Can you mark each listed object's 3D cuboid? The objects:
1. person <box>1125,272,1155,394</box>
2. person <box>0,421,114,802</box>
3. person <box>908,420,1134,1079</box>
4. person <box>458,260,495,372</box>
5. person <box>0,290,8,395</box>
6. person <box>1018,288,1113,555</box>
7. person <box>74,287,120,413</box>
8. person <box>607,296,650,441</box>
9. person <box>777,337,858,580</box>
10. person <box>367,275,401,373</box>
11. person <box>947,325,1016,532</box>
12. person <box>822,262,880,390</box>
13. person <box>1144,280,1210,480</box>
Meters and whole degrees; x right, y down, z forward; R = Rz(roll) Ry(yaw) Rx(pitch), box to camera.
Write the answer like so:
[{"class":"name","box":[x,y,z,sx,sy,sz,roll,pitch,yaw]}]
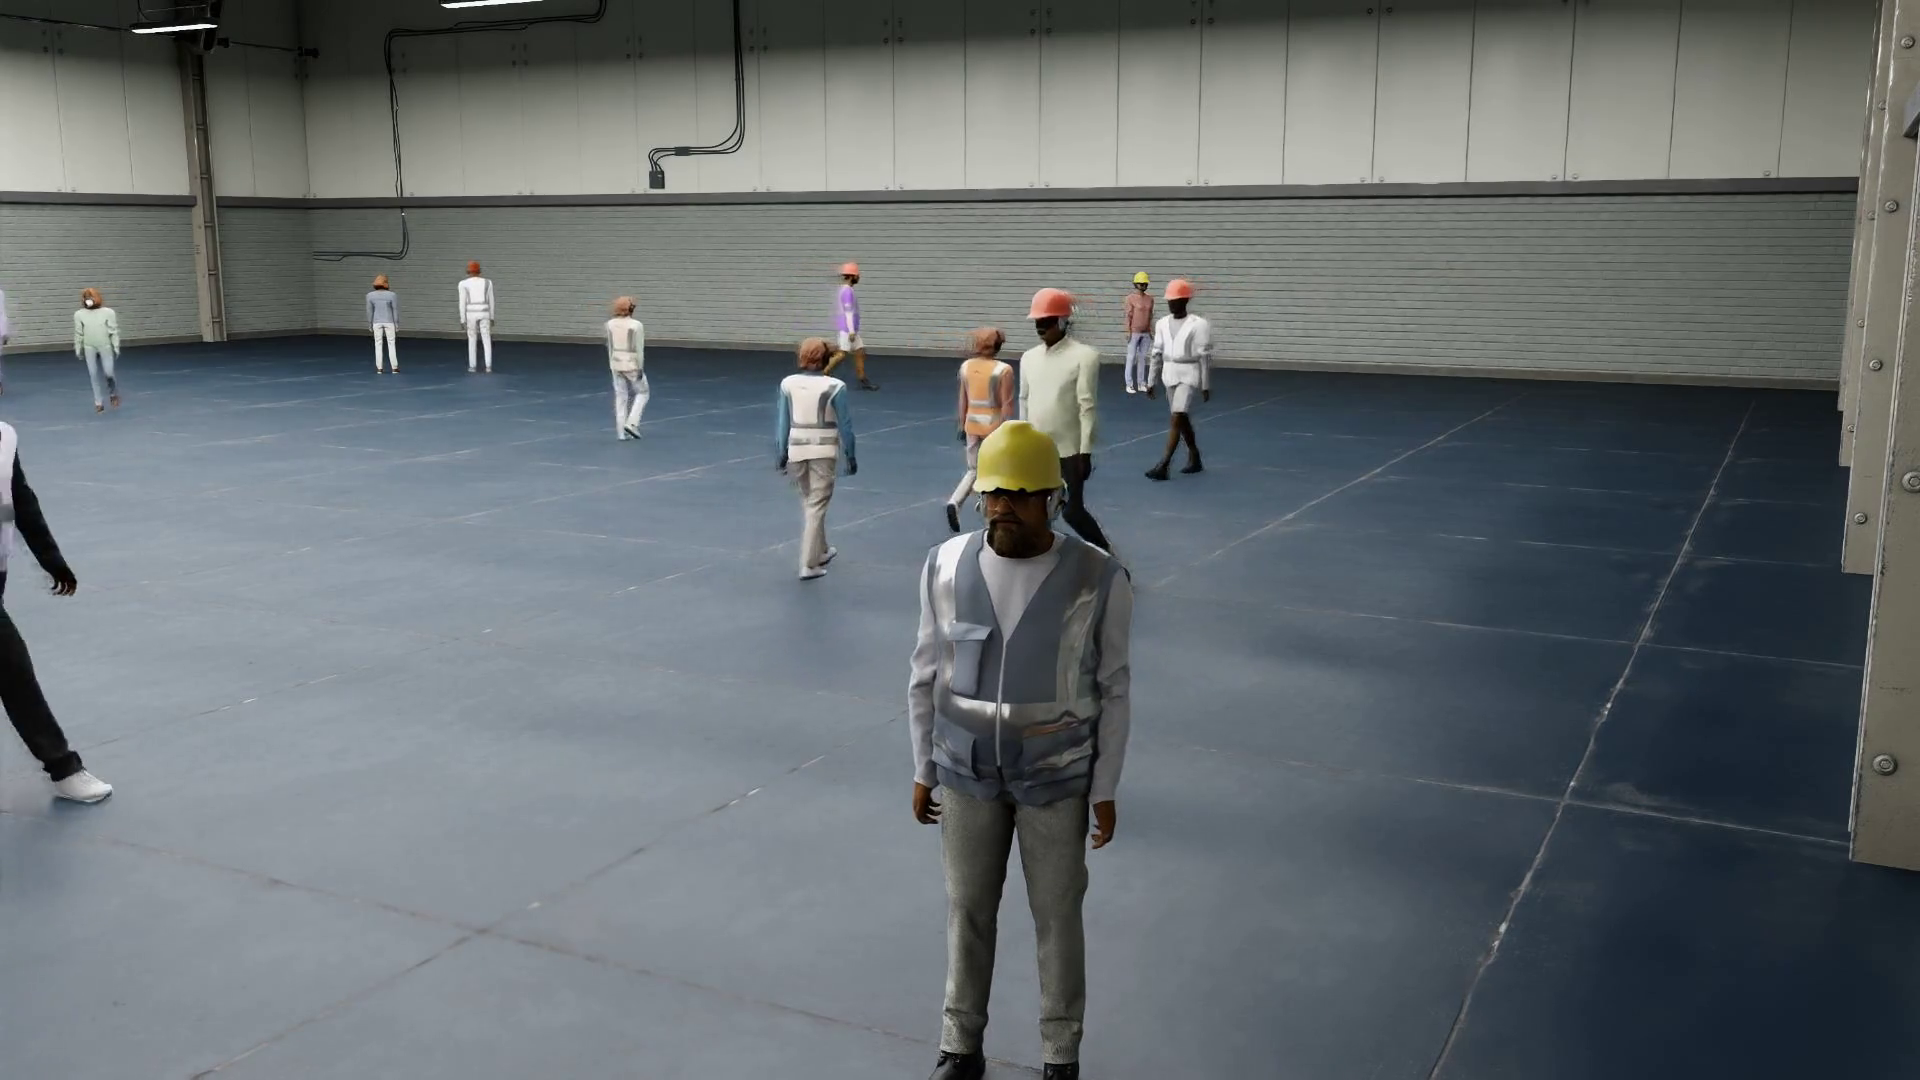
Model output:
[{"class":"person","box":[2.626,-3.023,24.278,0.525,1.769,0.309,-7,13,-34]},{"class":"person","box":[-3.982,0.152,6.740,0.988,1.861,0.695,-1,10,-3]},{"class":"person","box":[0.143,0.598,4.348,0.589,1.833,0.404,3,11,14]},{"class":"person","box":[-8.130,-3.759,28.008,0.577,1.887,0.384,-4,11,-23]},{"class":"person","box":[-13.737,-2.912,23.315,0.672,1.892,0.454,-3,11,-18]},{"class":"person","box":[0.635,-0.592,10.441,0.623,1.976,0.760,8,13,38]},{"class":"person","box":[-11.209,-2.463,21.600,0.532,1.621,0.341,-2,11,-13]},{"class":"person","box":[-3.717,-1.912,18.607,0.520,1.629,0.367,5,11,24]},{"class":"person","box":[-0.928,-0.568,11.321,0.539,1.608,0.775,5,12,26]},{"class":"person","box":[-9.618,-3.594,27.755,0.499,1.633,0.289,-1,10,-6]},{"class":"person","box":[0.166,-0.813,12.607,0.524,1.619,0.576,8,13,38]},{"class":"person","box":[-1.692,-3.145,24.558,0.927,1.908,0.549,0,10,1]},{"class":"person","box":[2.071,-1.524,15.798,0.567,1.883,1.012,10,14,42]}]
